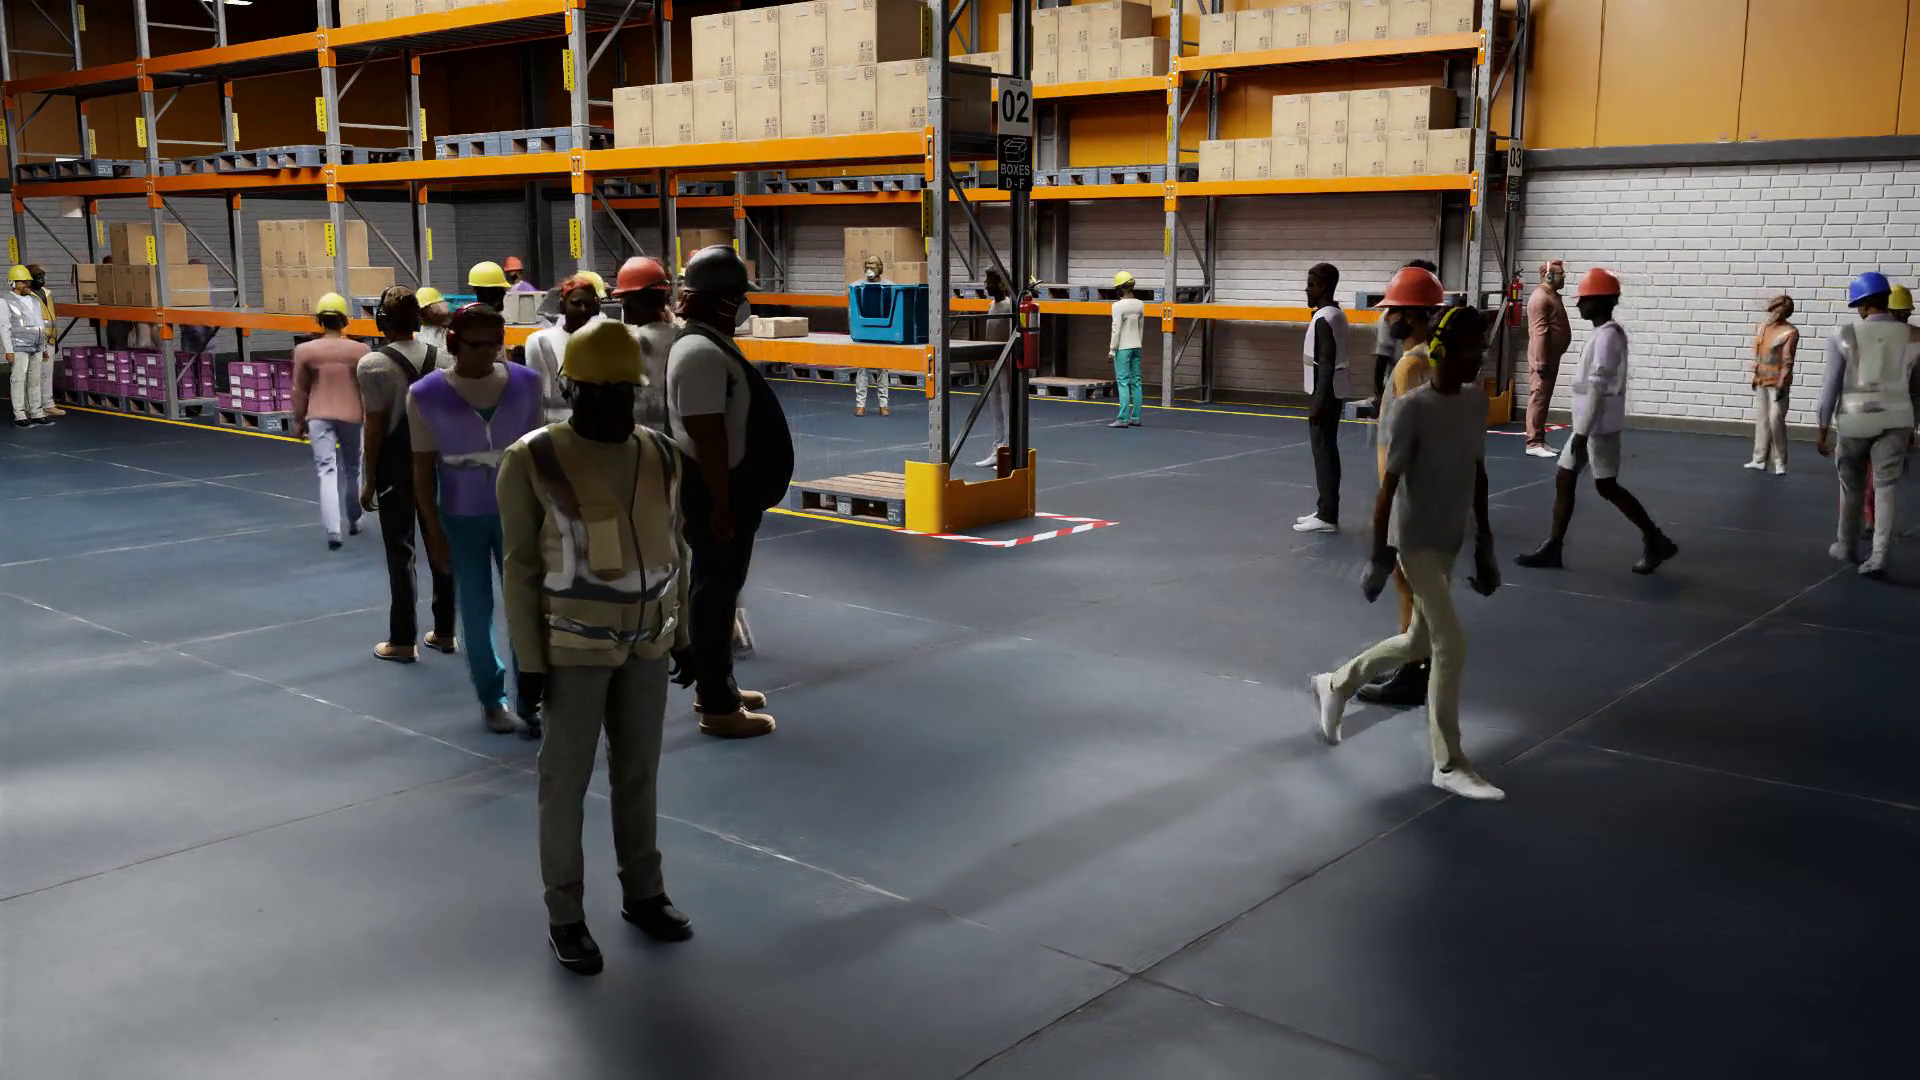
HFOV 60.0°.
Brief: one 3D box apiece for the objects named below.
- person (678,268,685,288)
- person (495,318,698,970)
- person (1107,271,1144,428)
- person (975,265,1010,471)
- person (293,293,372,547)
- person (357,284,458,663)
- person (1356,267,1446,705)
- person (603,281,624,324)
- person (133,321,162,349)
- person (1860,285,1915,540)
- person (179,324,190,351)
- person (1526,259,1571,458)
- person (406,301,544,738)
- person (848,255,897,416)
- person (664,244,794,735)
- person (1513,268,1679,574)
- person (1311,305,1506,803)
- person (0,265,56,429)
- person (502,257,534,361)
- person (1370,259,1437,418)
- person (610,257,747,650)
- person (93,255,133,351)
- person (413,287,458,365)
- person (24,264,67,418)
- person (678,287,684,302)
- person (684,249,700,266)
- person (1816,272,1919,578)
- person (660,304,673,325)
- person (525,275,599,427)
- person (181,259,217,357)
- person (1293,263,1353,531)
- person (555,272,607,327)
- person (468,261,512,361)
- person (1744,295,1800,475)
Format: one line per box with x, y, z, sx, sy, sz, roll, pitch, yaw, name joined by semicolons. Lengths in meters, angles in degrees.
-3.356;-2.362;19.981;0.449;1.784;0.654;-2;10;-13;person
-1.008;0.285;4.760;0.587;1.830;0.403;-9;14;-43;person
1.861;-2.138;18.764;0.325;1.760;0.523;10;14;44;person
0.371;-1.565;15.195;0.311;1.864;0.533;-6;11;-29;person
-4.286;-0.830;11.423;0.535;1.720;0.893;-3;10;-18;person
-2.706;-0.322;8.171;0.343;1.846;0.507;8;13;39;person
1.987;-0.233;7.398;0.359;1.939;0.542;5;11;26;person
-4.161;-2.203;19.462;0.523;1.640;0.306;-6;12;-32;person
-11.605;-3.127;23.898;0.992;1.931;0.630;-4;11;-23;person
6.431;-0.881;11.579;0.533;1.767;0.326;-3;10;-17;person
-11.771;-3.242;25.528;0.843;1.595;0.504;8;13;38;person
5.733;-1.768;16.217;0.411;1.913;0.643;5;11;27;person
-1.925;-0.063;6.806;0.601;1.801;0.594;-6;12;-30;person
-1.032;-2.451;20.035;0.629;1.937;0.379;-1;10;-4;person
-0.969;-0.218;7.022;0.538;2.000;0.681;-2;10;-10;person
4.017;-0.733;10.353;0.910;1.909;0.544;2;10;11;person
1.715;0.017;6.322;0.482;1.826;0.873;-9;13;-40;person
-10.541;-2.178;18.772;0.404;1.833;0.592;2;10;13;person
-6.056;-2.873;22.556;0.573;1.888;0.962;6;11;29;person
3.406;-1.114;12.394;0.726;1.937;0.426;-4;11;-24;person
-1.495;-0.419;8.344;1.096;1.984;0.605;7;12;35;person
-12.359;-3.165;24.170;0.810;1.915;0.547;5;11;26;person
-4.250;-1.225;13.698;0.518;1.709;0.468;-1;10;-6;person
-11.057;-2.382;19.952;0.430;1.835;0.621;2;10;9;person
-2.904;-1.917;17.936;0.750;1.604;0.503;4;11;20;person
-3.417;-2.972;22.808;0.722;2.010;0.645;-1;10;-6;person
5.690;-0.723;10.388;0.632;1.878;0.994;3;10;17;person
-2.223;-0.941;12.304;0.359;1.637;0.523;7;12;36;person
-2.136;-0.551;9.399;0.615;1.866;0.468;-6;11;-29;person
-10.912;-3.066;23.762;0.703;1.872;0.494;6;12;30;person
2.617;-1.016;11.914;0.375;1.917;0.598;3;10;18;person
-3.105;-1.252;13.511;1.072;1.839;0.595;7;12;35;person
-3.306;-0.979;11.676;0.386;1.928;0.589;-4;11;-21;person
7.298;-1.405;15.011;0.328;1.608;0.635;-1;10;-8;person
